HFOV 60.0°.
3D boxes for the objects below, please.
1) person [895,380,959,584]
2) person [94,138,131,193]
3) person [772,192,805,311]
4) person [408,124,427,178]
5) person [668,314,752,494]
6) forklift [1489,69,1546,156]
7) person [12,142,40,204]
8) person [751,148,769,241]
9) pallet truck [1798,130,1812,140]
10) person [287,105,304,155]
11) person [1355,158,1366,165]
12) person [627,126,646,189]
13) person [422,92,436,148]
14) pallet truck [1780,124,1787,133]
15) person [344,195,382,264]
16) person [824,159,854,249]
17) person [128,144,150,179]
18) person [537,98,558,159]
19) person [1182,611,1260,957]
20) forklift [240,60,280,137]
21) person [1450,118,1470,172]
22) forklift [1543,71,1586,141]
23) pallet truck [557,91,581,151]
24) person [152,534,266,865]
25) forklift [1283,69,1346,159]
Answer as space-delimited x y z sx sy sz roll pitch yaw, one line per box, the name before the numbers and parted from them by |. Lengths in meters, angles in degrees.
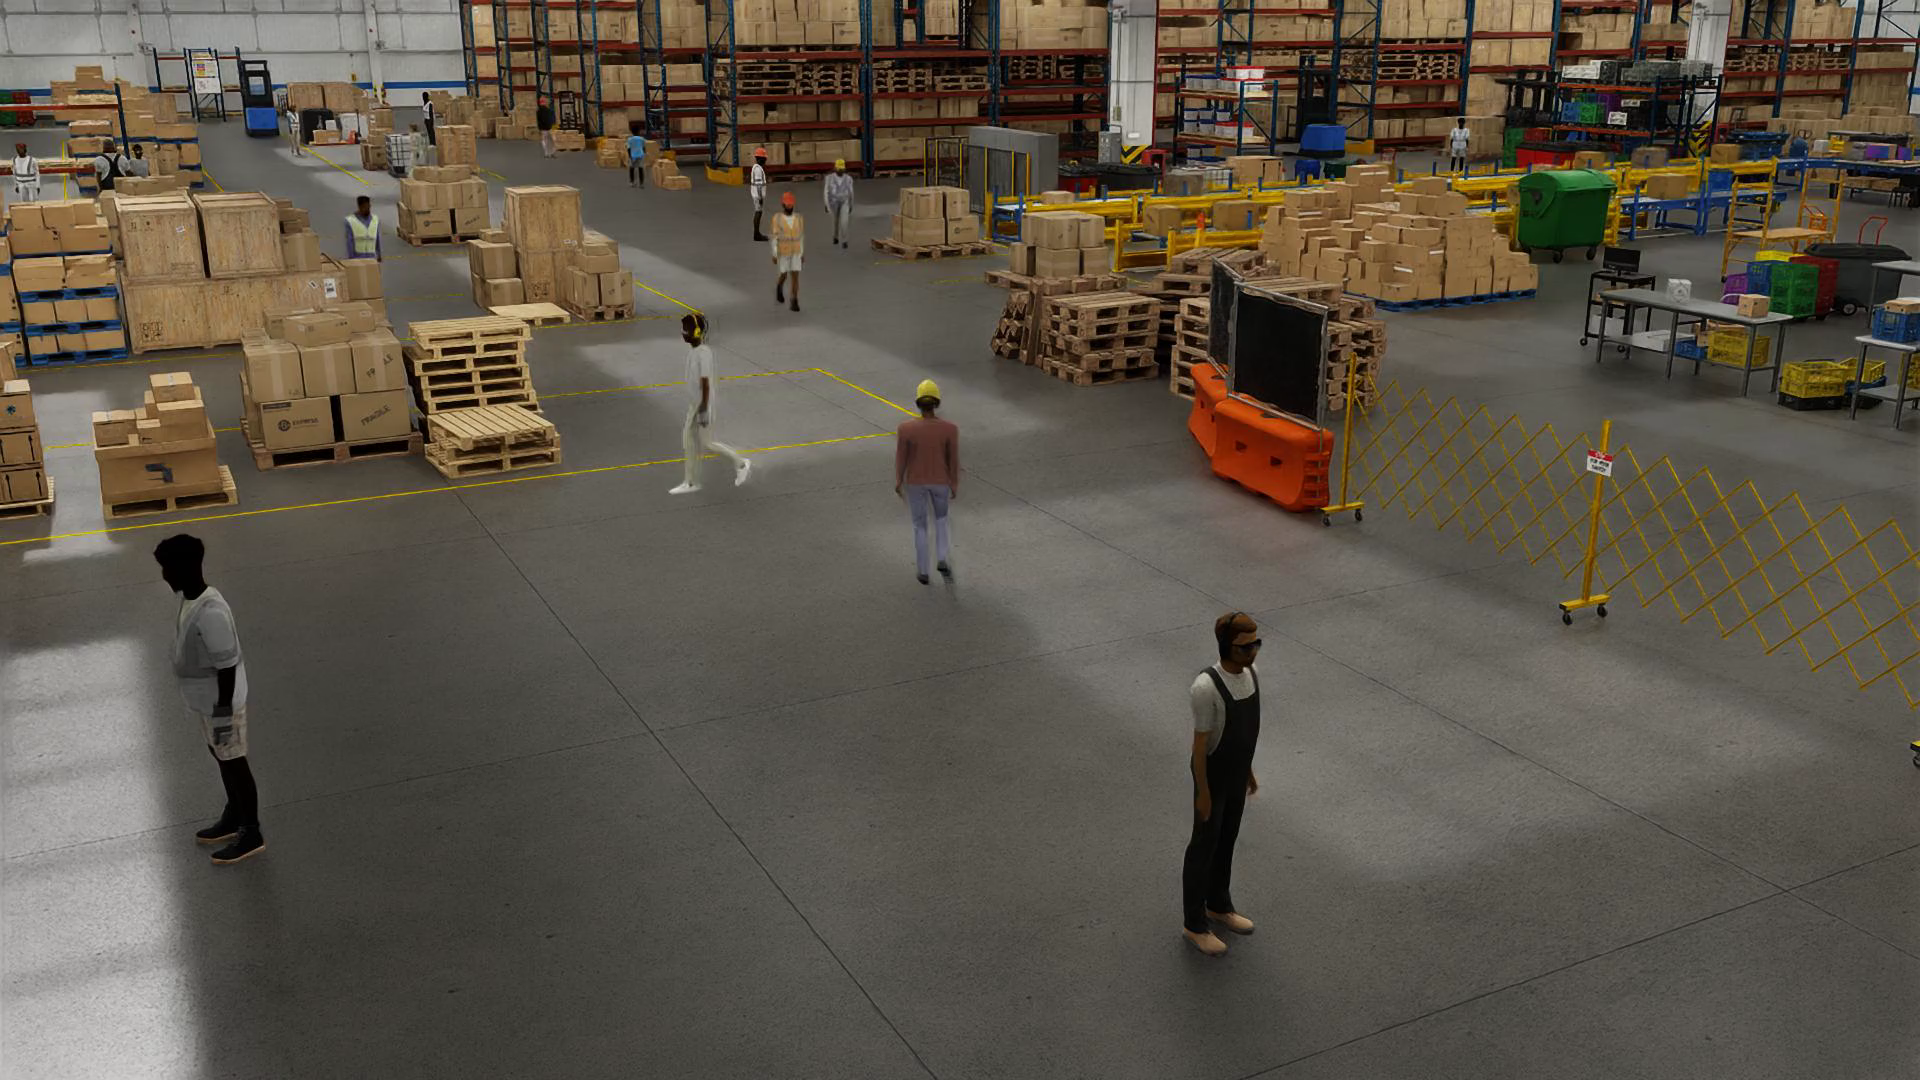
person | -0.294 -0.513 14.259 0.534 1.751 0.570 -3 18 -9
person | -18.509 -7.762 36.386 0.693 2.000 0.535 -15 23 -38
person | -2.794 -4.702 27.038 0.559 1.922 0.646 -8 20 -24
person | -15.365 -10.966 47.092 0.530 1.596 0.851 16 24 41
person | -2.553 -1.369 16.794 0.799 1.841 0.523 -8 19 -24
forklift | 18.528 -13.948 54.319 1.873 2.768 1.129 -9 20 -26
person | -20.763 -7.883 37.019 0.573 1.883 0.354 1 18 3
person | -4.206 -7.285 35.093 0.399 1.928 0.541 -3 18 -9
pallet truck | 25.526 -11.556 49.408 1.630 1.274 0.653 -9 20 -26
person | -22.192 -13.673 55.454 0.307 1.645 0.512 7 19 19
person | 8.812 -7.597 36.583 0.801 1.601 0.498 -9 20 -26
person | -8.845 -10.455 45.388 0.541 1.661 0.796 -8 20 -25
person | -18.649 -14.766 58.439 0.396 1.911 0.588 -14 23 -37
pallet truck | 25.206 -12.542 52.601 1.601 1.201 0.680 0 18 -2
person | -9.651 -4.627 26.852 0.614 1.892 0.616 13 22 35
person | -2.486 -6.936 34.204 0.594 1.800 0.887 -1 18 -3
person | -18.105 -7.824 36.854 0.322 1.871 0.531 11 21 30
person | -13.422 -13.335 53.919 0.626 1.941 0.662 -15 23 -40
person | 1.375 1.241 8.632 0.346 1.847 0.506 15 23 40
forklift | -26.707 -16.827 63.294 1.129 2.768 1.873 -9 20 -26
person | 14.453 -11.365 48.173 0.541 1.696 0.315 5 18 15
forklift | 18.685 -13.231 52.085 1.873 2.768 1.129 -9 20 -26
pallet truck | -13.495 -14.412 57.188 0.823 1.965 1.885 -3 18 -9
person | -4.278 0.900 9.513 0.384 1.959 0.608 -12 21 -33
forklift | 11.615 -13.871 54.079 1.129 2.768 1.873 -9 20 -27
